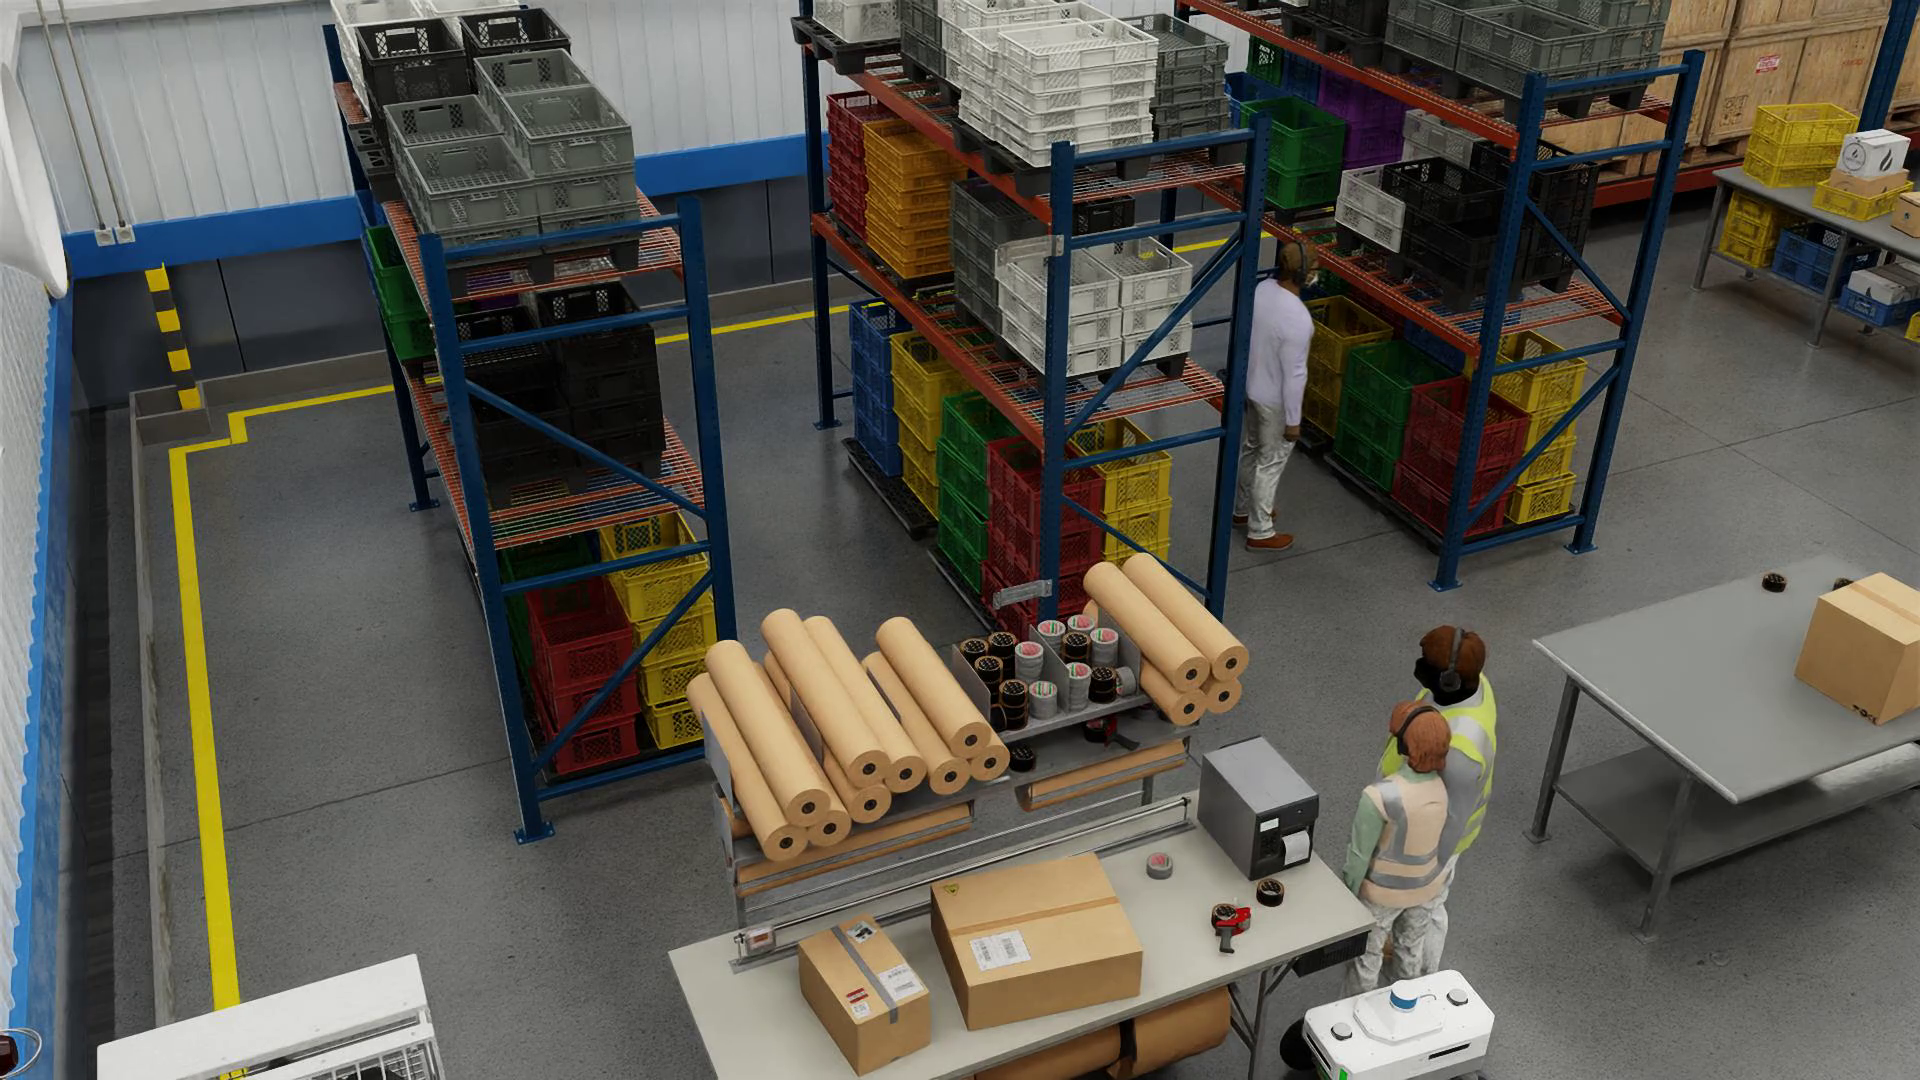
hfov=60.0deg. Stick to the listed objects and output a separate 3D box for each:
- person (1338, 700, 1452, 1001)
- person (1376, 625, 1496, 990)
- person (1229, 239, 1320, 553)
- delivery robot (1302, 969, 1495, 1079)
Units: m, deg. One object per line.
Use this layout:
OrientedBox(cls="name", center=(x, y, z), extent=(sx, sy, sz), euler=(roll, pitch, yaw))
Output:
OrientedBox(cls="person", center=(1.709, 1.331, 6.493), extent=(0.528, 1.631, 0.321), euler=(-14, 34, -21))
OrientedBox(cls="person", center=(1.854, 1.123, 6.633), extent=(0.429, 1.841, 0.634), euler=(8, 33, 13))
OrientedBox(cls="person", center=(1.840, -0.836, 9.730), extent=(0.369, 1.932, 0.633), euler=(-6, 32, -10))
OrientedBox(cls="delivery robot", center=(1.701, 1.919, 6.472), extent=(0.707, 0.478, 0.477), euler=(-11, 33, -17))
